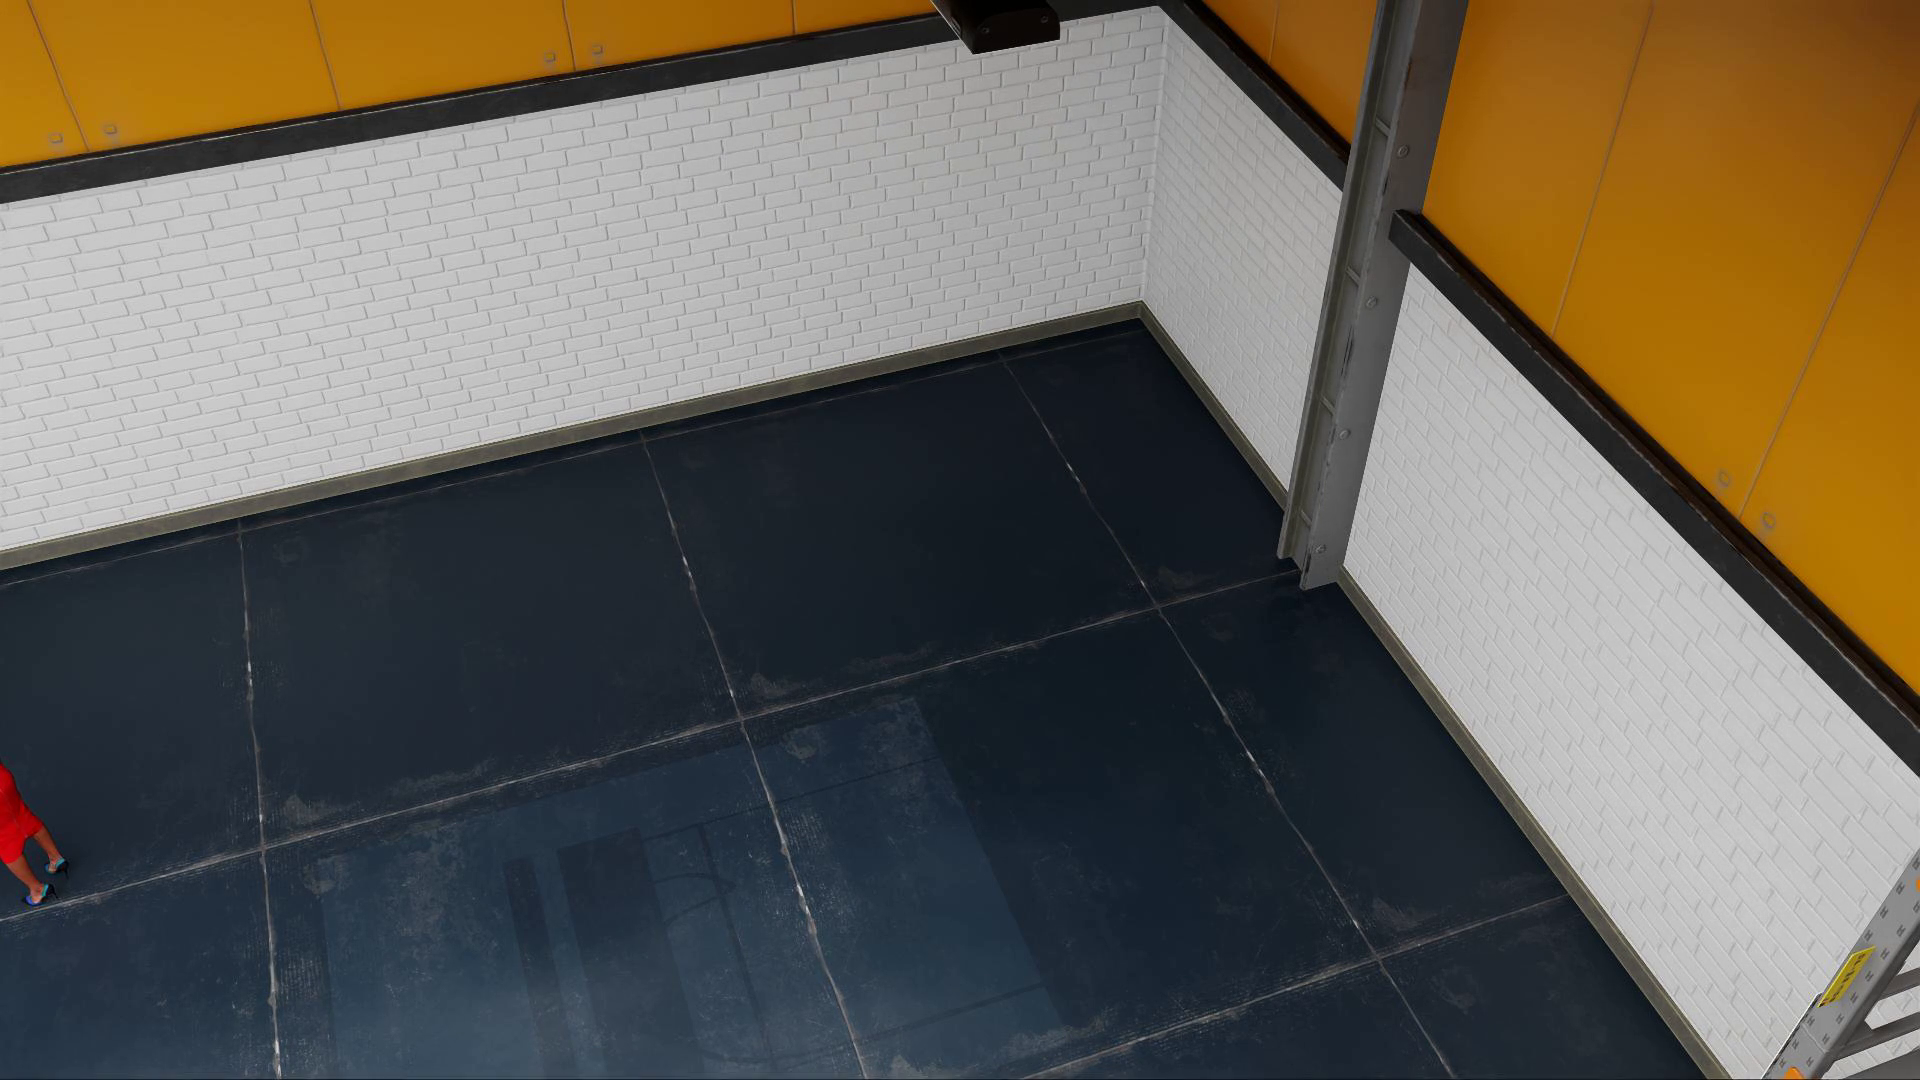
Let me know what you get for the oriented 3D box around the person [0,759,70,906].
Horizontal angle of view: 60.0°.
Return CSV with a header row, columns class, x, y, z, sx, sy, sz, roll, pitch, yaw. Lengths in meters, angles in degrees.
class,x,y,z,sx,sy,sz,roll,pitch,yaw
person,-5.461,1.446,9.339,0.714,1.743,0.603,8,44,8
